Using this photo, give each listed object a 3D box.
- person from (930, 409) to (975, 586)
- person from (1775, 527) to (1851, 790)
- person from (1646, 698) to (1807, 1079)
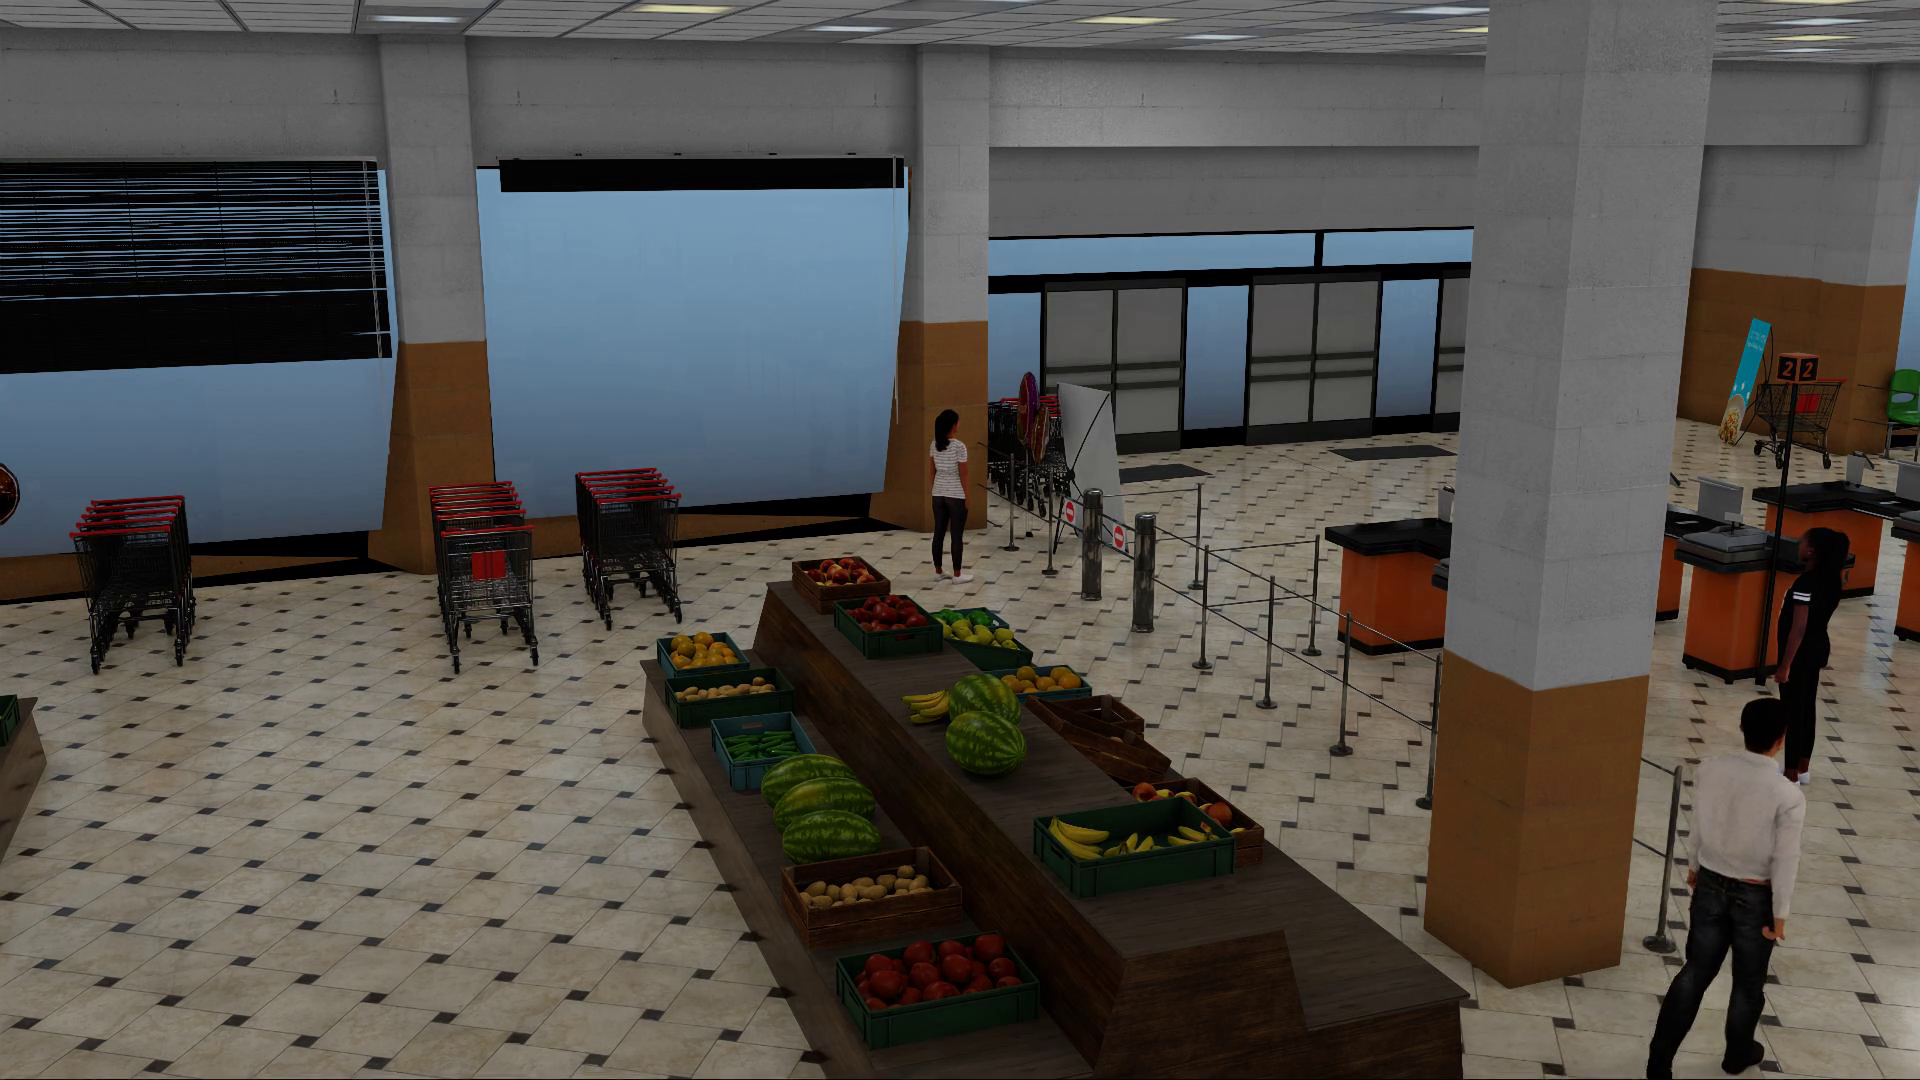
[{"bbox_3d":[-0.100,-0.412,15.599,0.629,1.647,0.715,9,17,34],"label":"person"},{"bbox_3d":[5.382,0.753,10.621,0.699,1.729,0.711,-13,18,-42],"label":"person"},{"bbox_3d":[3.296,1.556,7.178,0.954,1.792,1.094,-11,17,-37],"label":"person"}]
